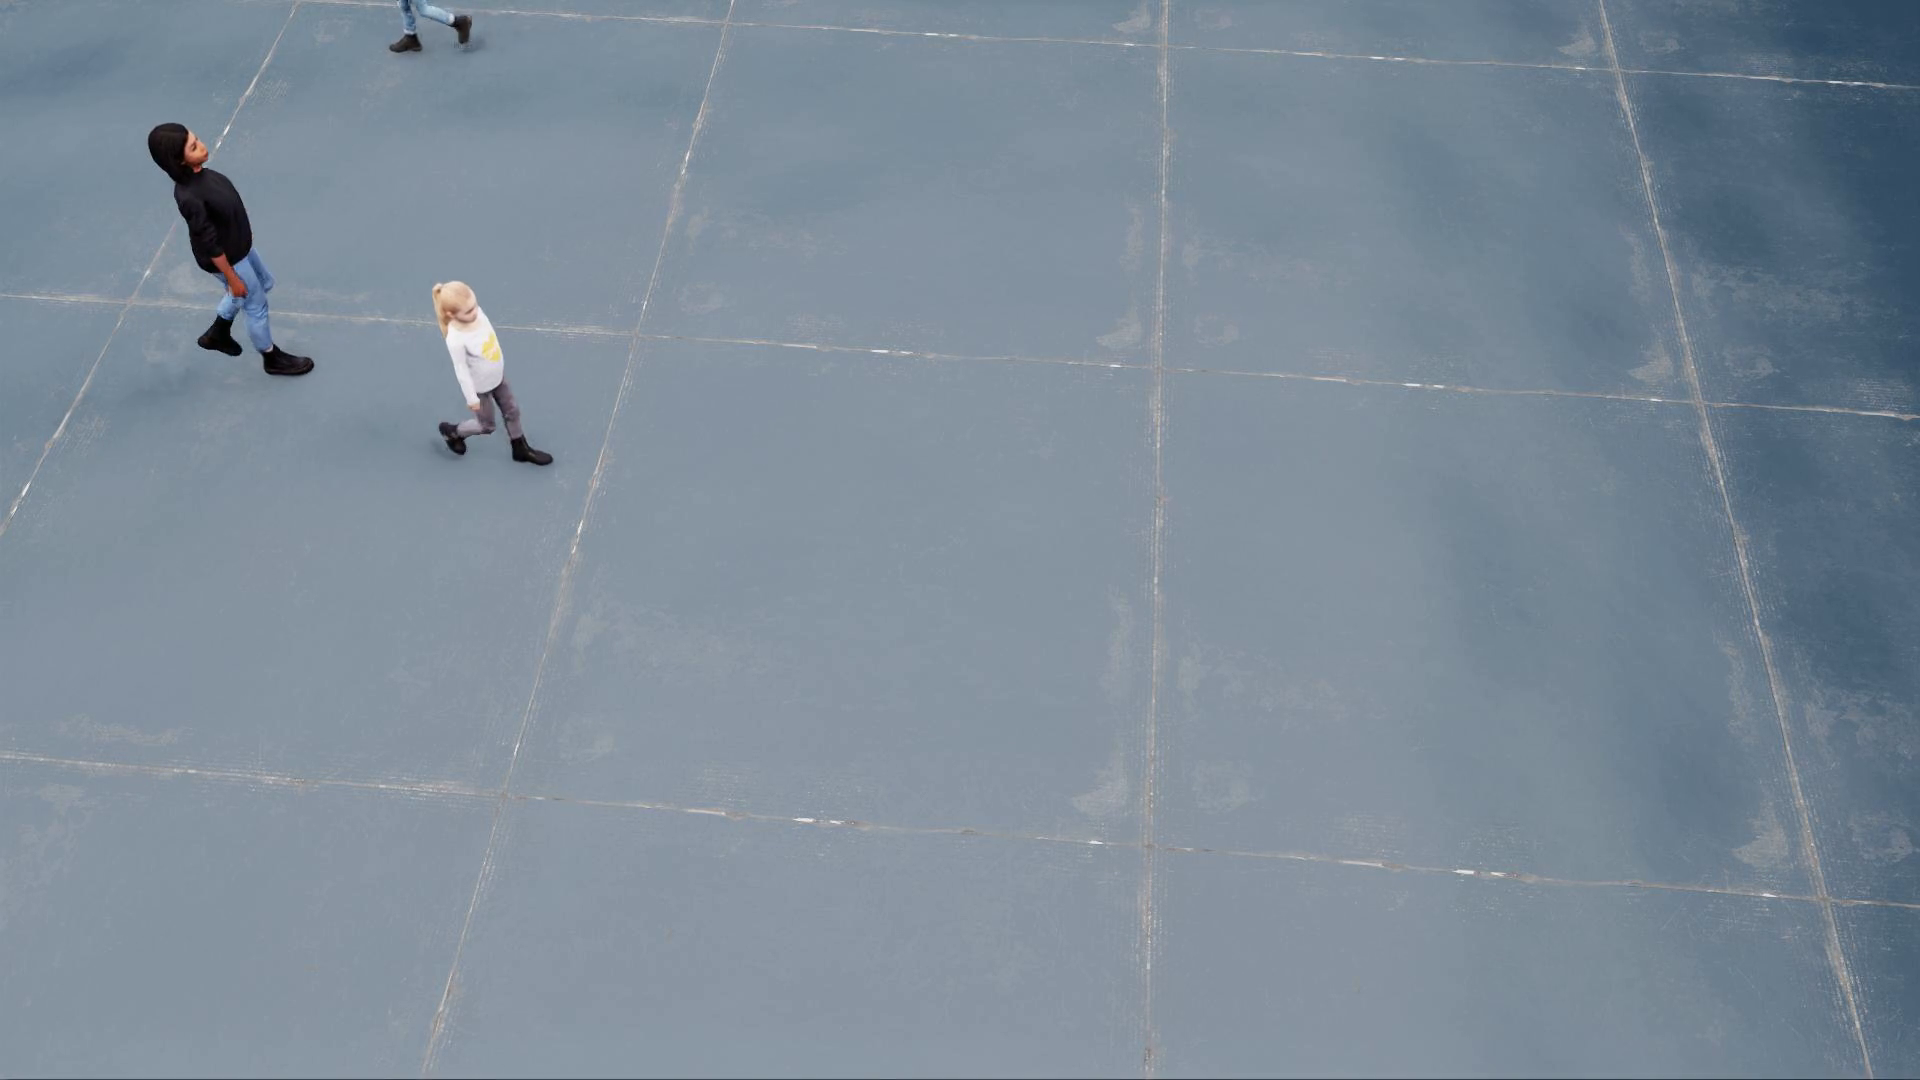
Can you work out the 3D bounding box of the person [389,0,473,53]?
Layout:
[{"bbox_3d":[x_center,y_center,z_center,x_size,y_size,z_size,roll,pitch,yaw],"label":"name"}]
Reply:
[{"bbox_3d":[-3.523,-3.662,10.723,0.865,1.181,0.661,-12,53,-9],"label":"person"}]

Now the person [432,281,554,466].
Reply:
[{"bbox_3d":[-2.486,-0.834,8.480,0.834,1.264,0.579,13,53,10],"label":"person"}]

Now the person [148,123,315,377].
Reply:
[{"bbox_3d":[-3.918,-1.470,8.702,0.858,1.693,0.734,-15,54,-11],"label":"person"}]
